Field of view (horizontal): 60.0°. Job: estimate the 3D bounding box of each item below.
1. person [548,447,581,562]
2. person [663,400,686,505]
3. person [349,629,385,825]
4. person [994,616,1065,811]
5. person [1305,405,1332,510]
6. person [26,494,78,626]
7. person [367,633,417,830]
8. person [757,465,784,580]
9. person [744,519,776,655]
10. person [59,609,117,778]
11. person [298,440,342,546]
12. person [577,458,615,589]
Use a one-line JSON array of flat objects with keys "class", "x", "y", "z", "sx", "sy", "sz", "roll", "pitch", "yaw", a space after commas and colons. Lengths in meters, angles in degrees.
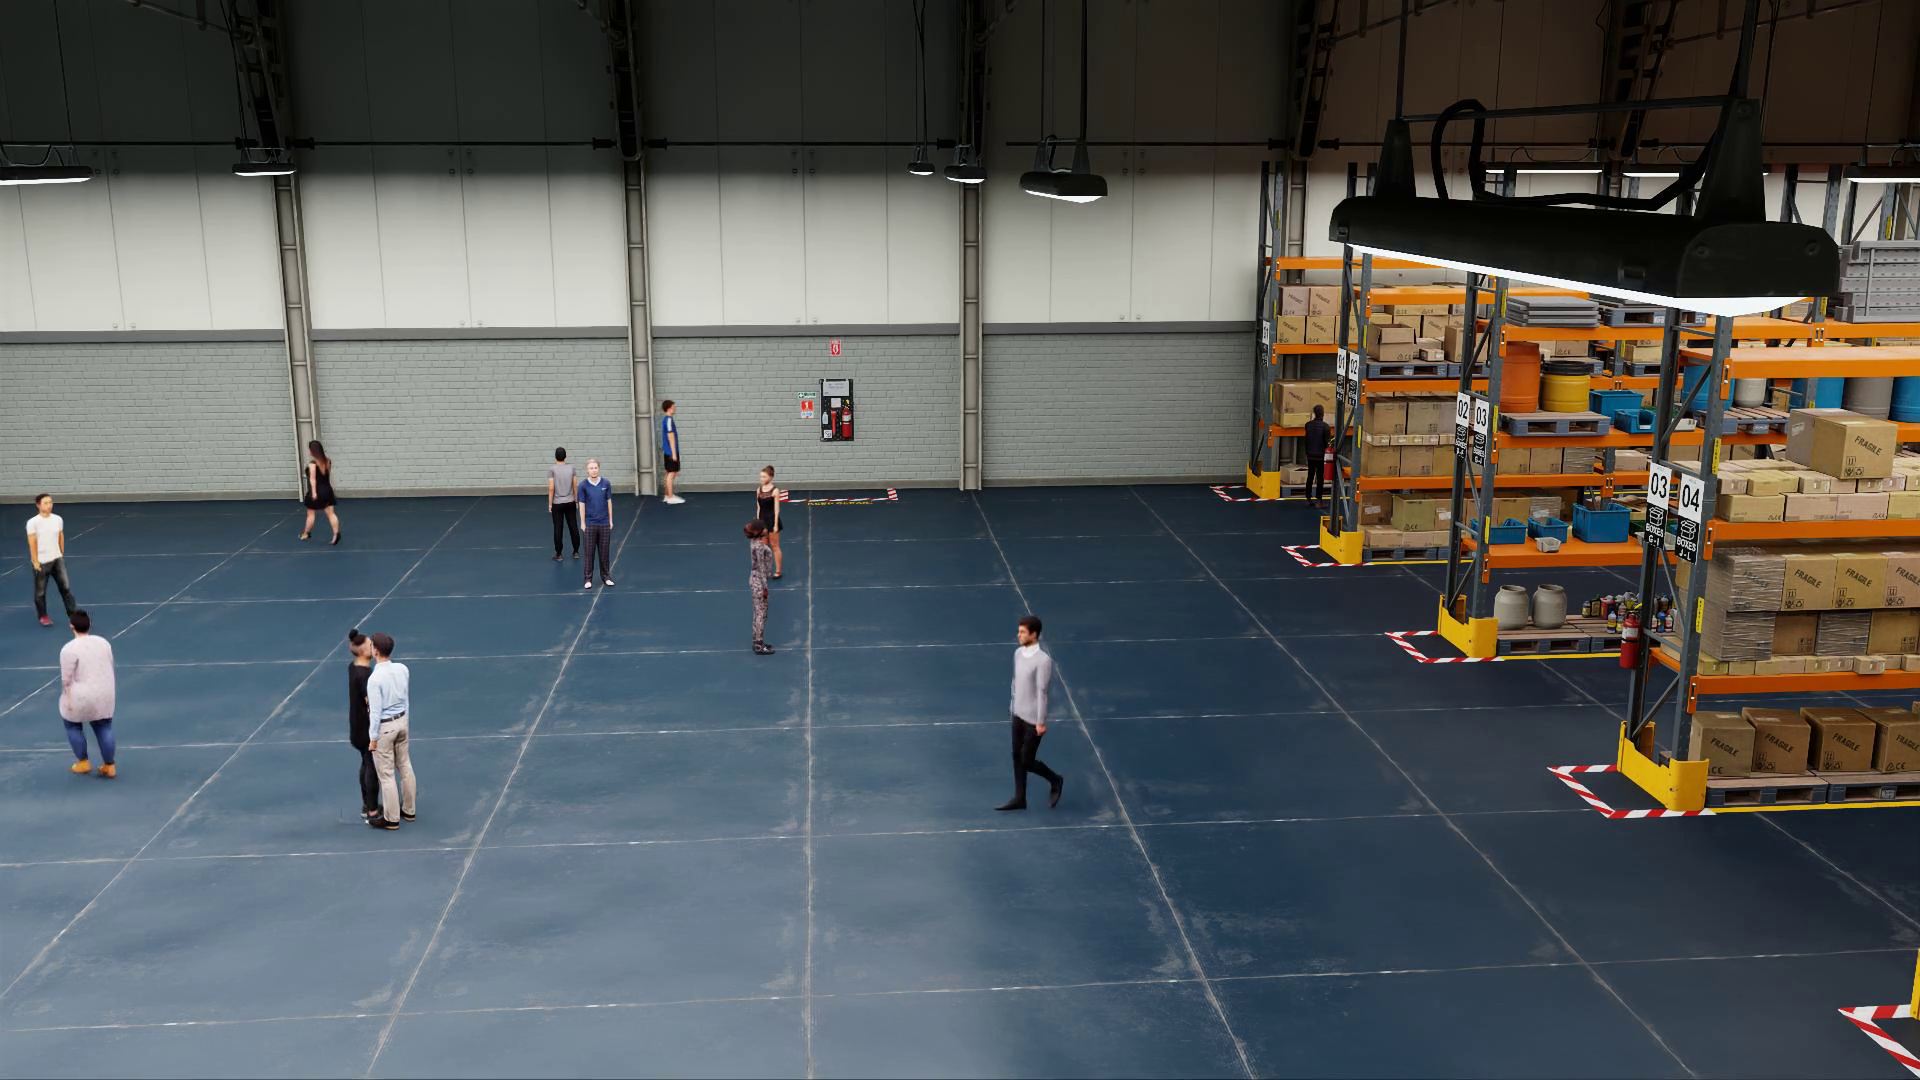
[{"class": "person", "x": -6.115, "y": -0.571, "z": 25.634, "sx": 0.634, "sy": 1.755, "sz": 0.761, "roll": -8, "pitch": 15, "yaw": -31}, {"class": "person", "x": -5.198, "y": -1.597, "z": 29.814, "sx": 0.644, "sy": 1.866, "sz": 0.692, "roll": -4, "pitch": 14, "yaw": -17}, {"class": "person", "x": -5.528, "y": 1.712, "z": 15.529, "sx": 0.745, "sy": 1.864, "sz": 0.764, "roll": -8, "pitch": 15, "yaw": -30}, {"class": "person", "x": 0.729, "y": 1.649, "z": 15.703, "sx": 1.075, "sy": 1.910, "sz": 0.975, "roll": -7, "pitch": 15, "yaw": -29}, {"class": "person", "x": 6.308, "y": -1.481, "z": 29.382, "sx": 0.800, "sy": 1.836, "sz": 0.774, "roll": -12, "pitch": 17, "yaw": -41}, {"class": "person", "x": -12.097, "y": 0.276, "z": 21.944, "sx": 1.154, "sy": 1.768, "sz": 1.053, "roll": 9, "pitch": 16, "yaw": 34}, {"class": "person", "x": -5.284, "y": 1.757, "z": 15.377, "sx": 0.758, "sy": 1.846, "sz": 0.749, "roll": 6, "pitch": 14, "yaw": 23}, {"class": "person", "x": -2.802, "y": -0.268, "z": 24.496, "sx": 0.674, "sy": 1.678, "sz": 0.743, "roll": 9, "pitch": 16, "yaw": 35}, {"class": "person", "x": -2.508, "y": 0.567, "z": 20.807, "sx": 0.608, "sy": 1.714, "sz": 0.609, "roll": -3, "pitch": 13, "yaw": -14}, {"class": "person", "x": -8.621, "y": 1.548, "z": 16.540, "sx": 0.917, "sy": 1.728, "sz": 0.863, "roll": 9, "pitch": 16, "yaw": 34}, {"class": "person", "x": -10.067, "y": -0.713, "z": 26.403, "sx": 1.110, "sy": 1.684, "sz": 0.940, "roll": 5, "pitch": 14, "yaw": 19}, {"class": "person", "x": -5.263, "y": -0.256, "z": 24.015, "sx": 0.634, "sy": 1.872, "sz": 0.793, "roll": -7, "pitch": 15, "yaw": -28}]
